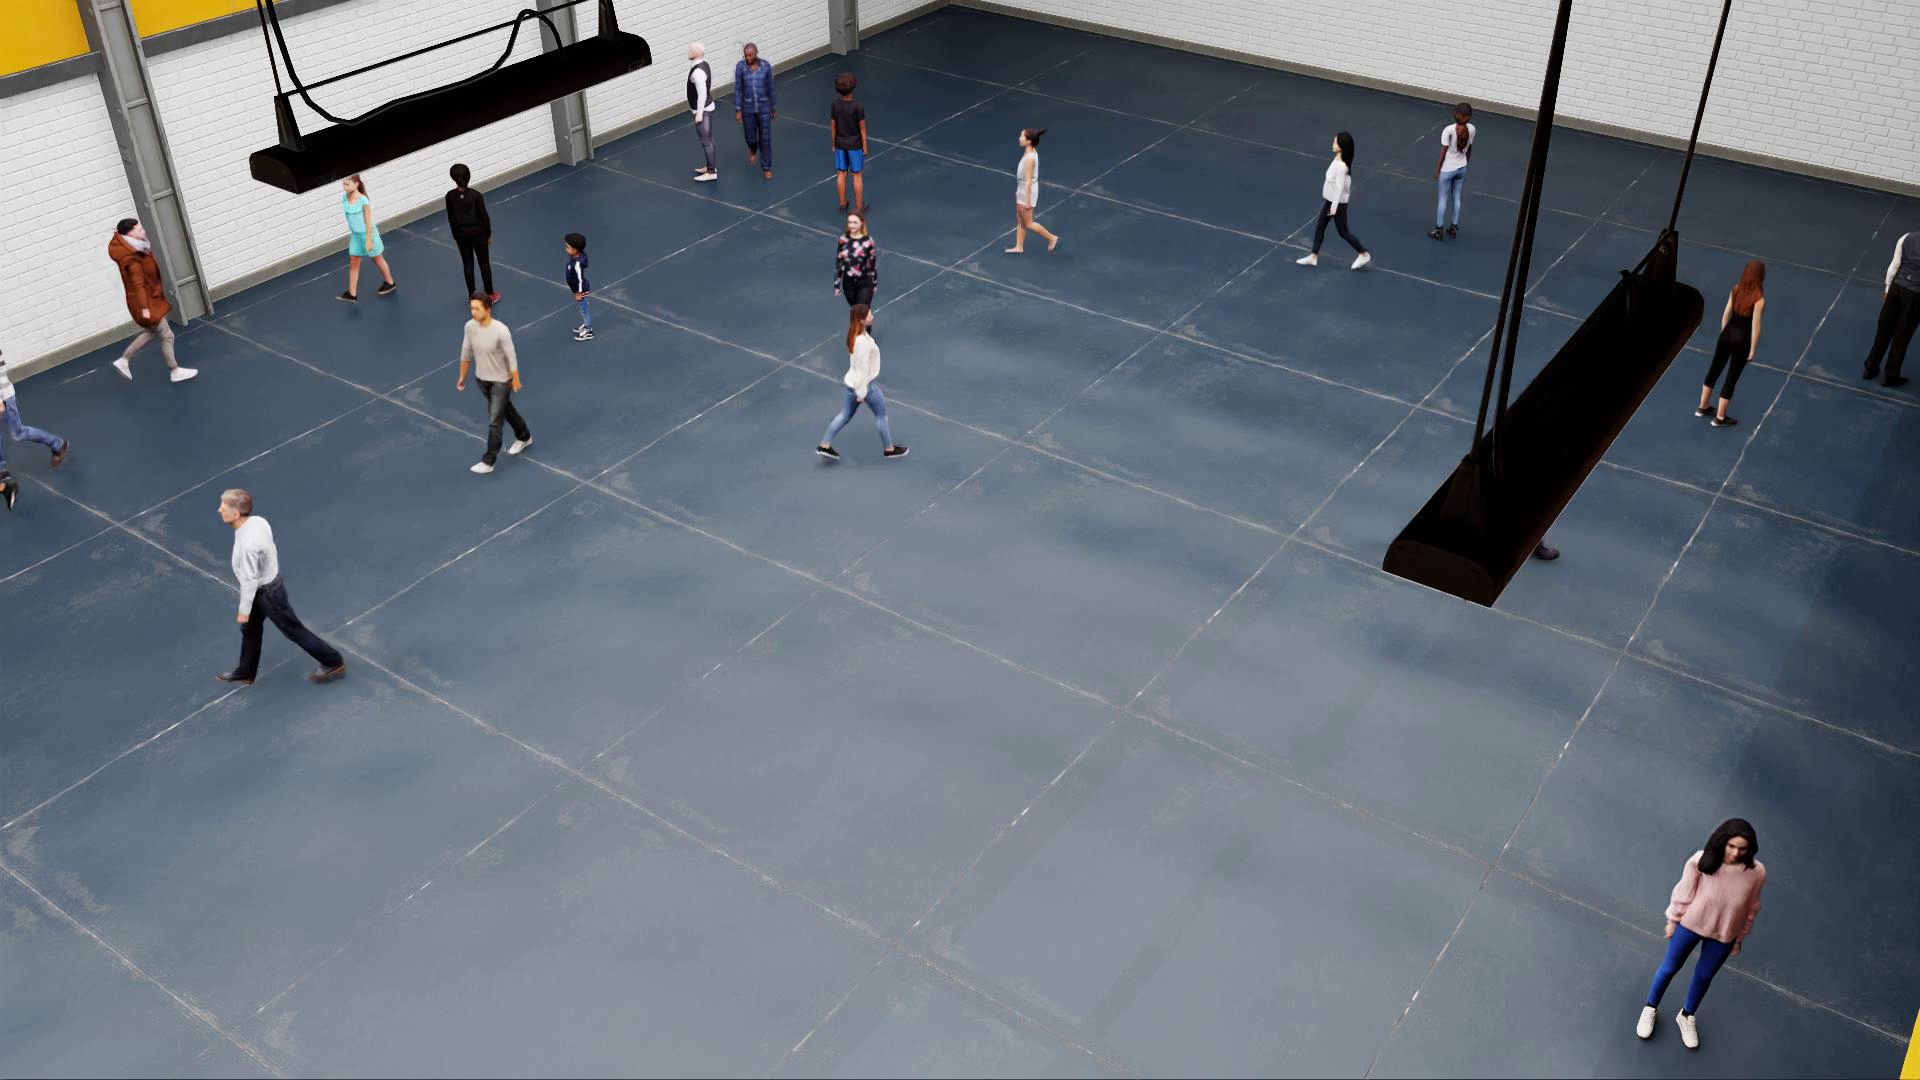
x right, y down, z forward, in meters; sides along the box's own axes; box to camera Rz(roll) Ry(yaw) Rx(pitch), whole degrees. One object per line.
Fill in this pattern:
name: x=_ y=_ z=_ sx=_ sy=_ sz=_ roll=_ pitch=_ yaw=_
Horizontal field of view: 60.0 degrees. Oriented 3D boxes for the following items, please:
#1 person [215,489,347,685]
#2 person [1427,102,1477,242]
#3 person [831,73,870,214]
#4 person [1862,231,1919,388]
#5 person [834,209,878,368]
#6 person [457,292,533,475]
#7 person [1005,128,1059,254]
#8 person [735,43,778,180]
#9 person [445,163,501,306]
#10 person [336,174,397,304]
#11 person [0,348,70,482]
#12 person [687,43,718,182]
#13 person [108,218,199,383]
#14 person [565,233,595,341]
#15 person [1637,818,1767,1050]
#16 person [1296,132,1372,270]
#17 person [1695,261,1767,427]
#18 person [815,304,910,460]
person: x=-5.293 y=0.407 z=12.898 sx=1.287 sy=1.774 sz=1.099 roll=-12 pitch=35 yaw=-17
person: x=6.038 y=-4.521 z=20.362 sx=0.648 sy=1.719 sz=0.730 roll=-10 pitch=35 yaw=-14
person: x=-1.410 y=-5.011 z=21.028 sx=0.695 sy=1.797 sz=0.683 roll=7 pitch=34 yaw=11
person: x=9.776 y=-2.515 z=17.163 sx=0.739 sy=1.919 sz=0.772 roll=-18 pitch=38 yaw=-25
person: x=-1.073 y=-2.756 z=17.775 sx=0.854 sy=1.644 sz=1.159 roll=8 pitch=34 yaw=12
person: x=-4.385 y=-1.568 z=15.876 sx=0.720 sy=1.767 sz=1.115 roll=17 pitch=37 yaw=23
person: x=0.881 y=-4.153 z=19.925 sx=0.883 sy=1.589 sz=0.908 roll=3 pitch=34 yaw=4
person: x=-2.721 y=-5.751 z=22.137 sx=0.925 sy=1.803 sz=0.985 roll=-6 pitch=34 yaw=-9
person: x=-5.521 y=-3.446 z=18.784 sx=0.670 sy=1.675 sz=0.710 roll=-3 pitch=34 yaw=-4
person: x=-6.741 y=-3.493 z=18.992 sx=0.637 sy=1.522 sz=1.022 roll=17 pitch=37 yaw=23
person: x=-8.948 y=-1.398 z=15.566 sx=0.665 sy=1.827 sz=1.043 roll=22 pitch=40 yaw=30
person: x=-3.409 y=-5.673 z=22.001 sx=0.844 sy=1.823 sz=0.754 roll=-2 pitch=34 yaw=-3
person: x=-8.457 y=-2.412 z=17.097 sx=1.108 sy=1.820 sz=0.924 roll=-21 pitch=39 yaw=-28
person: x=-4.164 y=-2.787 z=18.203 sx=0.647 sy=1.220 sz=0.596 roll=-8 pitch=34 yaw=-11
person: x=4.478 y=2.339 z=9.996 sx=0.699 sy=1.769 sz=0.647 roll=10 pitch=35 yaw=15
person: x=4.533 y=-3.959 z=19.565 sx=1.053 sy=1.664 sz=1.125 roll=1 pitch=34 yaw=1
person: x=7.689 y=-1.968 z=16.515 sx=0.669 sy=1.726 sz=0.654 roll=-13 pitch=36 yaw=-19
person: x=-1.017 y=-1.459 z=15.813 sx=1.199 sy=1.655 sz=1.034 roll=-11 pitch=35 yaw=-16
